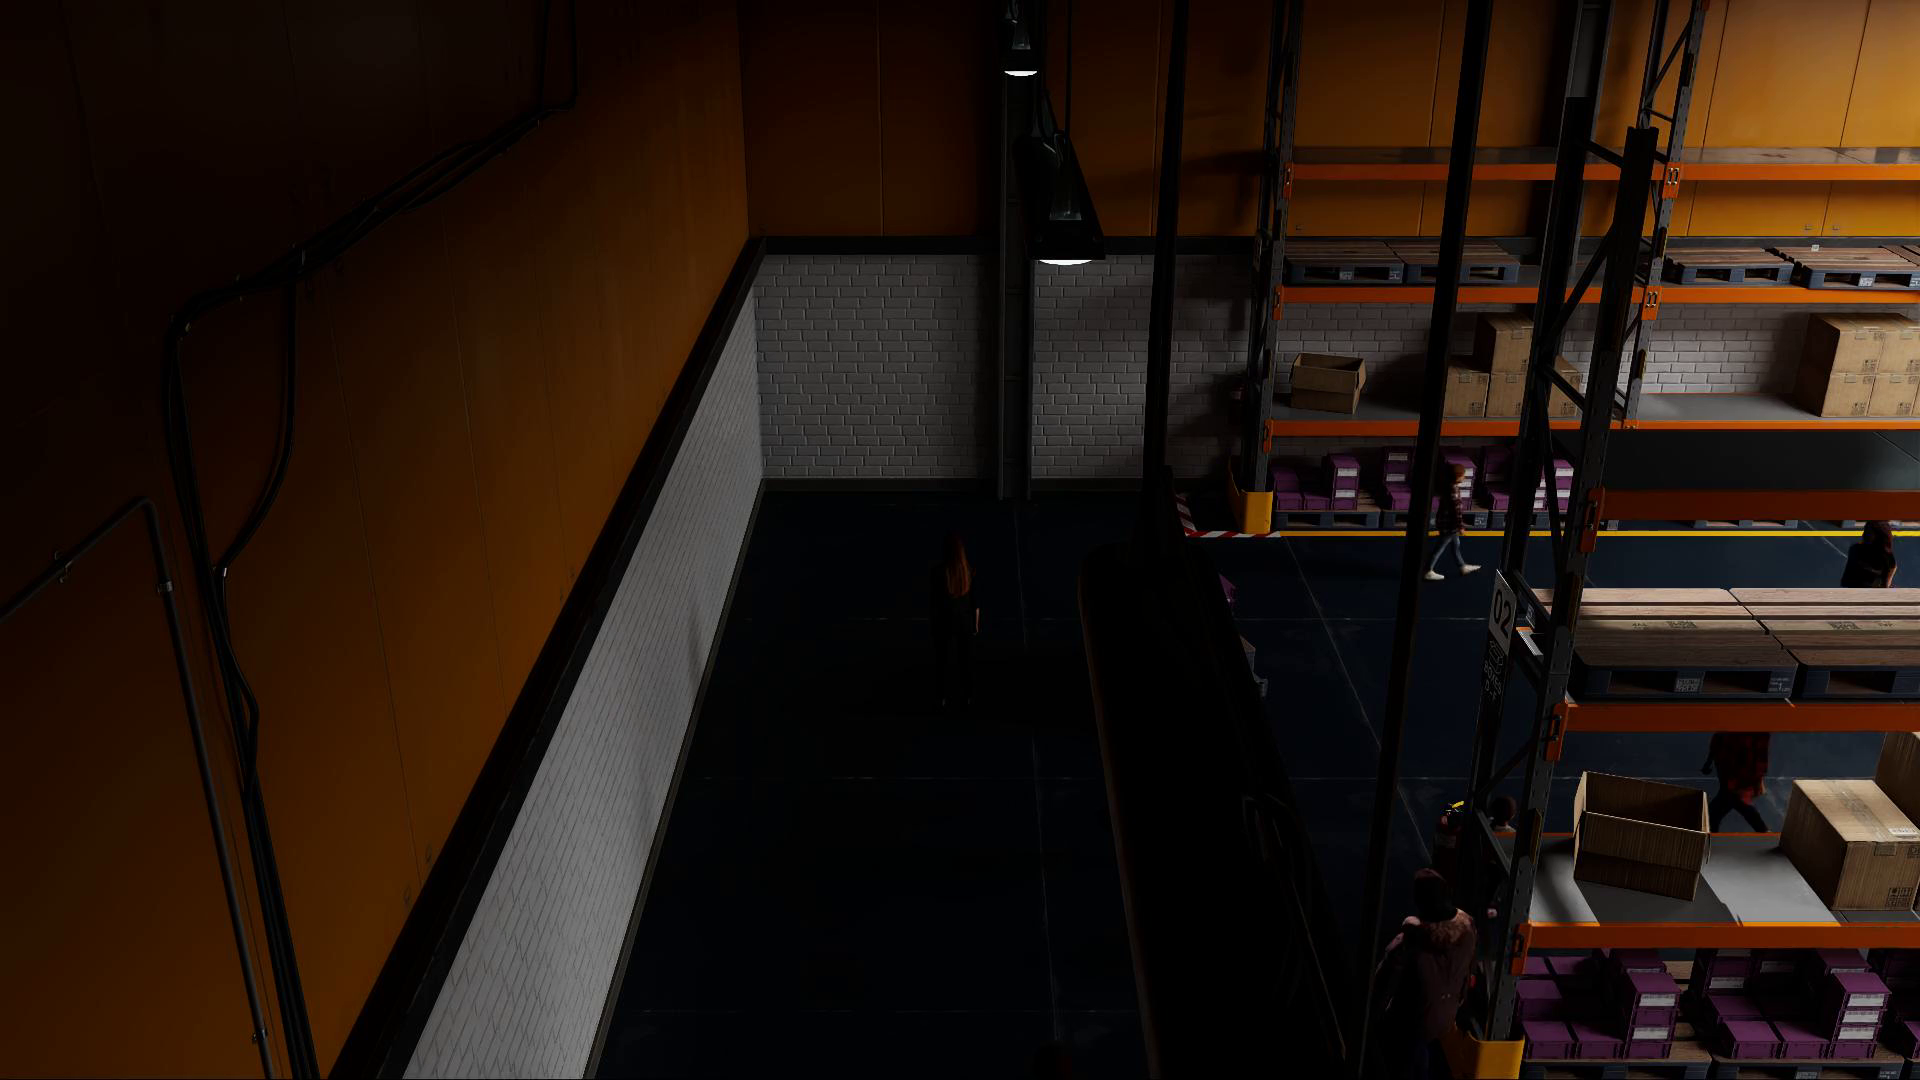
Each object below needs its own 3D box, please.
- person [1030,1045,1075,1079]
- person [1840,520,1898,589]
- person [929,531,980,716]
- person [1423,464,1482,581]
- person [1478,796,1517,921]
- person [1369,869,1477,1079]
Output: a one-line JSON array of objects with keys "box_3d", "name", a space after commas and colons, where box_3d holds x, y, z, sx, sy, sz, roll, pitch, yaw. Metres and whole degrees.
[{"box_3d": [0.496, 3.326, 9.022, 0.639, 1.478, 0.650, 7, 25, 15], "name": "person"}, {"box_3d": [8.125, 0.608, 14.910, 1.185, 1.741, 0.989, -14, 27, -28], "name": "person"}, {"box_3d": [-0.057, 0.738, 14.651, 0.511, 1.710, 0.683, -4, 24, -9], "name": "person"}, {"box_3d": [5.000, -0.169, 17.260, 0.856, 1.282, 0.602, 3, 24, 8], "name": "person"}, {"box_3d": [3.824, 2.302, 11.945, 0.592, 1.012, 0.523, -12, 26, -26], "name": "person"}, {"box_3d": [2.769, 2.800, 9.788, 0.834, 1.827, 0.977, -13, 27, -27], "name": "person"}]
